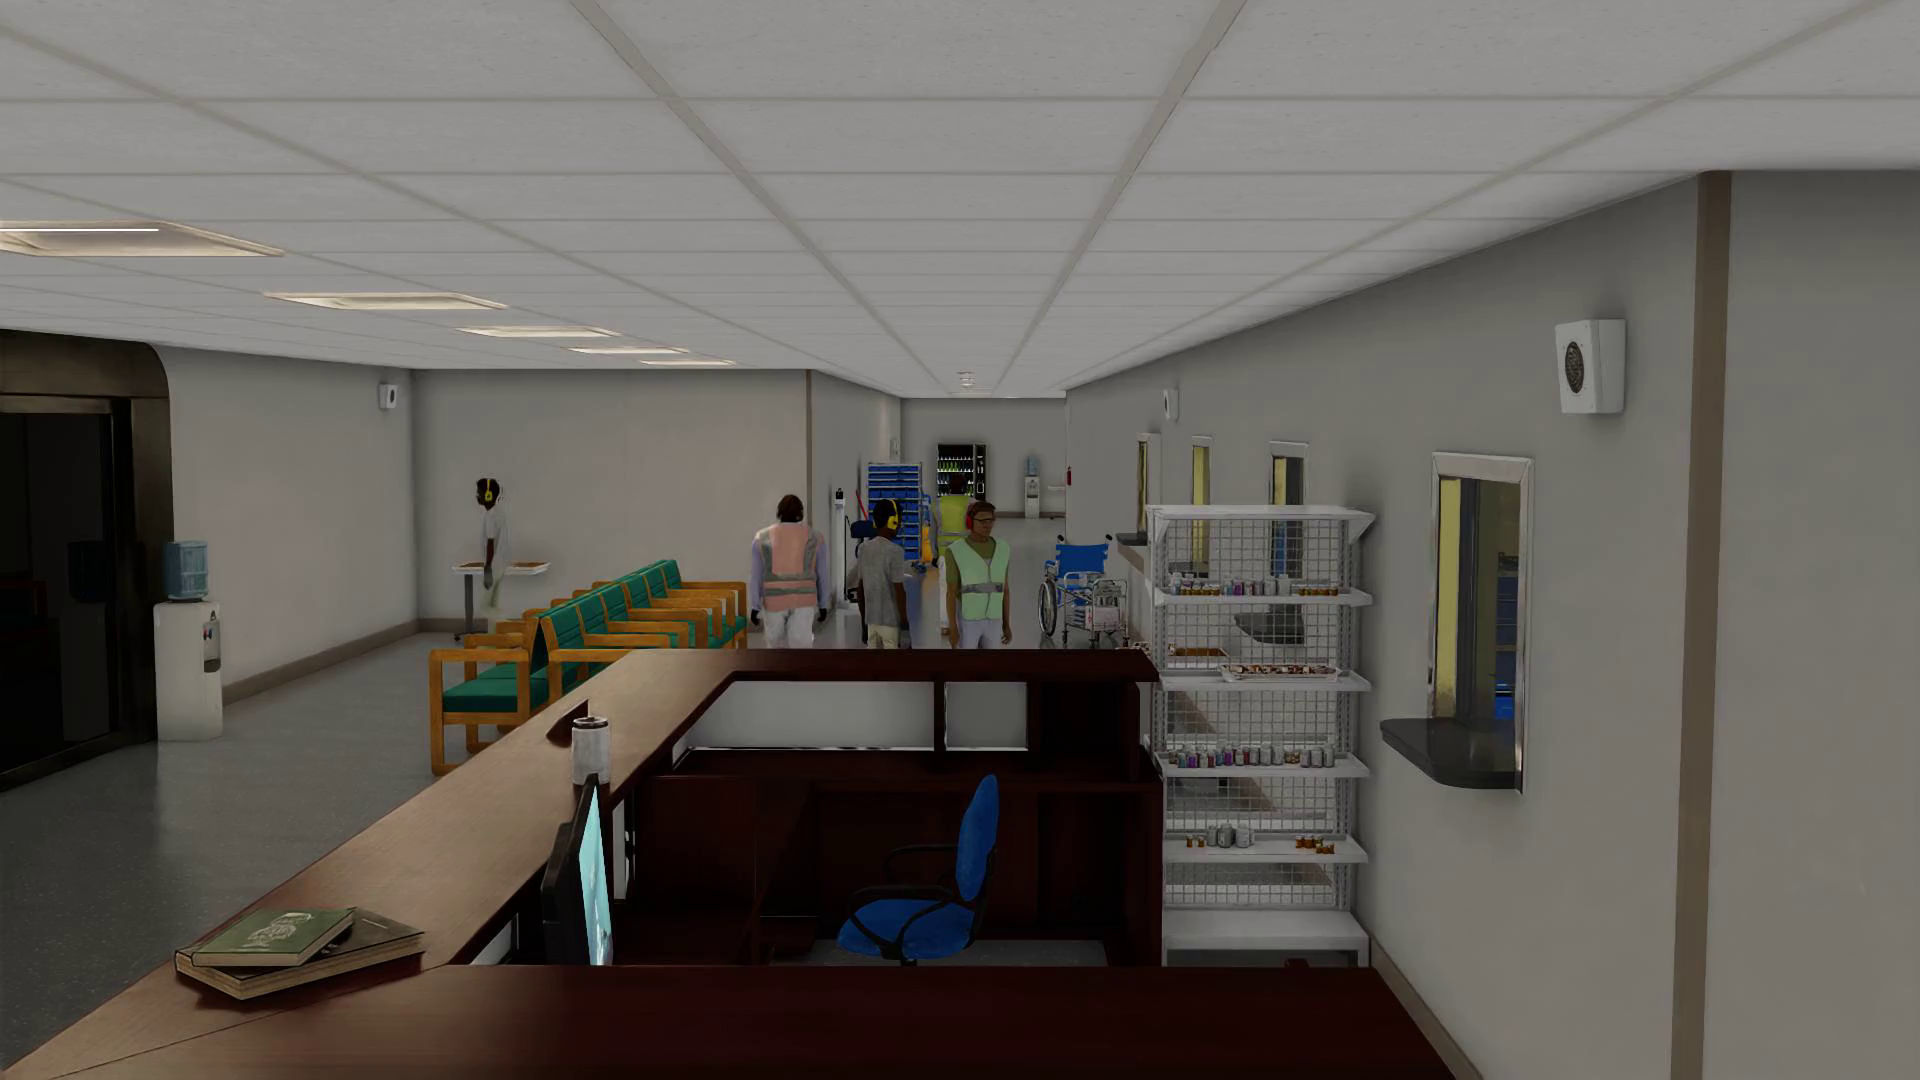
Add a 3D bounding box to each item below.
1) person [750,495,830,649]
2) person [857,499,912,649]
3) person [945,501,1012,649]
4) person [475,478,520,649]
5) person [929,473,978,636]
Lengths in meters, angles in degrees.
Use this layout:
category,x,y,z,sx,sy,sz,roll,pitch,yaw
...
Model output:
category,x,y,z,sx,sy,sz,roll,pitch,yaw
person,-1.415,0.525,13.923,0.646,1.805,0.850,0,4,-3
person,-0.534,0.631,12.059,0.329,1.865,0.515,-4,6,-44
person,0.126,0.621,12.427,0.560,1.837,0.389,-3,5,-36
person,-4.736,0.292,16.904,0.502,1.859,0.536,0,4,1
person,-0.023,0.166,18.736,0.629,1.842,0.429,1,4,16
